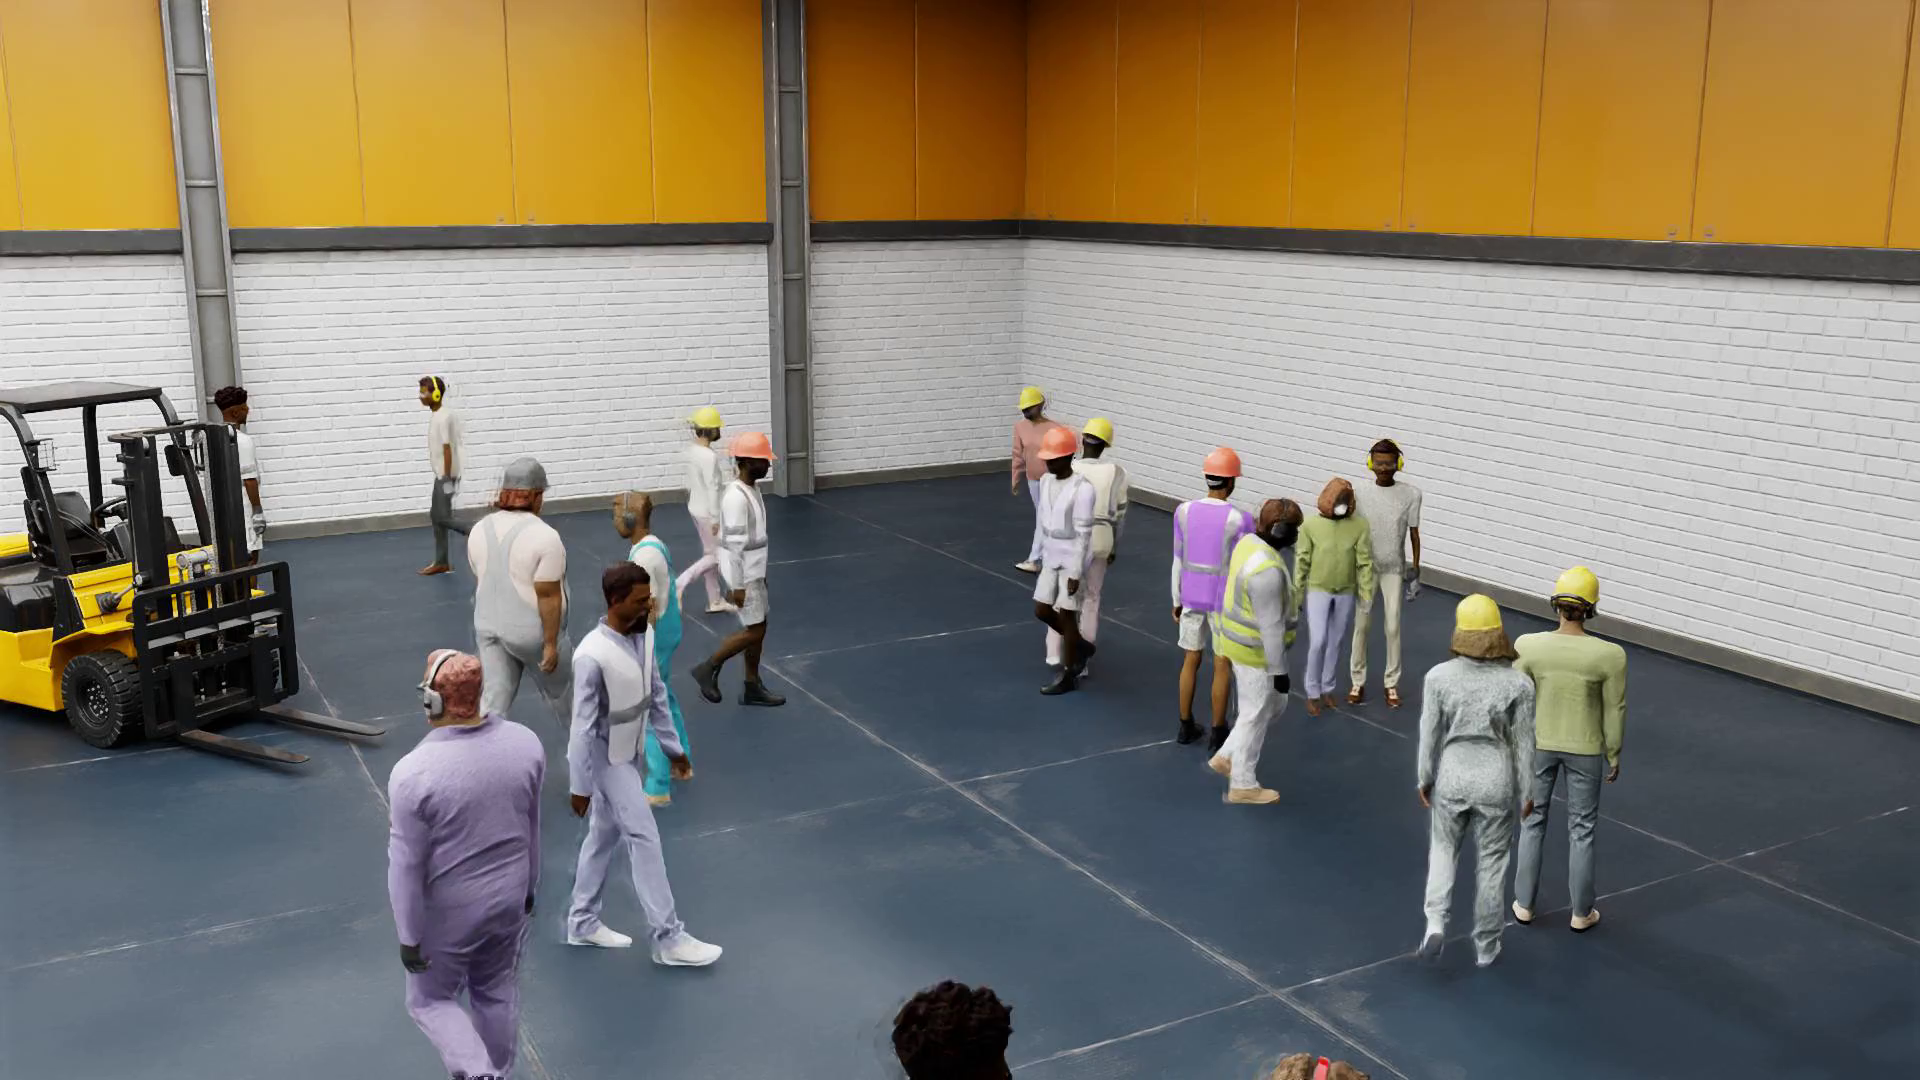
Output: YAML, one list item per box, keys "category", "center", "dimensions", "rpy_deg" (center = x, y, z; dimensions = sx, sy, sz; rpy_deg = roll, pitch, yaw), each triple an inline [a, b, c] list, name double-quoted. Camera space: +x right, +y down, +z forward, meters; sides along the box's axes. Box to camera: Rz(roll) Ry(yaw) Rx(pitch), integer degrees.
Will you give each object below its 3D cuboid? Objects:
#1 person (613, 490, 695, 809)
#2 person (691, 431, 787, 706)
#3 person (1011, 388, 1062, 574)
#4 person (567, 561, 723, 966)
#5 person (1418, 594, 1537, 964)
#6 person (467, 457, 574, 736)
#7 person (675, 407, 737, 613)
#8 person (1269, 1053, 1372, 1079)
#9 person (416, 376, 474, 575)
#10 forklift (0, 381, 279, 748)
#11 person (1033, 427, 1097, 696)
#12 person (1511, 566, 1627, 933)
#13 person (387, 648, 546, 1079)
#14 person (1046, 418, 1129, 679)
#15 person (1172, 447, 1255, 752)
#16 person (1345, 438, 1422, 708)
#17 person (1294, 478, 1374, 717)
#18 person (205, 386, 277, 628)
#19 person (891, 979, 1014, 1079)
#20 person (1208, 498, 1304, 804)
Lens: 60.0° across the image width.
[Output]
- category: "person"
  center: [-1.788, 0.620, 9.617]
  dimensions: [0.401, 1.814, 0.677]
  rpy_deg: [-1, 12, -5]
- category: "person"
  center: [-1.489, 0.217, 11.238]
  dimensions: [0.574, 1.917, 0.566]
  rpy_deg: [1, 12, 5]
- category: "person"
  center: [0.747, -0.548, 15.300]
  dimensions: [0.551, 1.713, 0.926]
  rpy_deg: [8, 15, 35]
- category: "person"
  center: [-1.449, 1.018, 7.590]
  dimensions: [0.904, 1.877, 0.593]
  rpy_deg: [2, 12, 9]
- category: "person"
  center: [2.318, 1.111, 7.498]
  dimensions: [0.508, 1.727, 0.491]
  rpy_deg: [6, 13, 26]
- category: "person"
  center: [-2.503, 0.466, 9.778]
  dimensions: [0.688, 2.000, 1.023]
  rpy_deg: [6, 13, 24]
- category: "person"
  center: [-2.129, -0.226, 13.688]
  dimensions: [0.573, 1.748, 0.539]
  rpy_deg: [-5, 13, -23]
- category: "person"
  center: [0.669, 1.907, 3.572]
  dimensions: [0.728, 1.797, 0.691]
  rpy_deg: [1, 12, 4]
- category: "person"
  center: [-4.637, -0.589, 15.178]
  dimensions: [0.670, 1.851, 0.526]
  rpy_deg: [-5, 13, -22]
- category: "forklift"
  center: [-5.853, 0.085, 11.199]
  dimensions: [2.313, 2.155, 1.214]
  rpy_deg: [7, 14, 28]
- category: "person"
  center: [0.741, 0.144, 11.584]
  dimensions: [0.557, 1.912, 0.562]
  rpy_deg: [-9, 15, -36]
- category: "person"
  center: [2.887, 0.993, 7.957]
  dimensions: [0.533, 1.767, 0.327]
  rpy_deg: [6, 13, 24]
- category: "person"
  center: [-1.780, 1.326, 6.096]
  dimensions: [0.550, 1.890, 0.652]
  rpy_deg: [10, 16, 39]
- category: "person"
  center: [0.909, 0.051, 12.125]
  dimensions: [0.622, 1.875, 0.628]
  rpy_deg: [-1, 12, -3]
- category: "person"
  center: [1.604, 0.372, 10.492]
  dimensions: [0.547, 1.930, 0.391]
  rpy_deg: [8, 14, 33]
- category: "person"
  center: [2.875, 0.226, 11.352]
  dimensions: [0.519, 1.853, 0.324]
  rpy_deg: [4, 13, 17]
- category: "person"
  center: [2.519, 0.388, 11.161]
  dimensions: [0.494, 1.611, 0.611]
  rpy_deg: [-1, 12, -4]
- category: "person"
  center: [-5.789, -0.257, 13.358]
  dimensions: [0.603, 1.960, 0.366]
  rpy_deg: [8, 15, 34]
- category: "person"
  center: [-0.128, 1.862, 3.476]
  dimensions: [0.779, 1.938, 0.620]
  rpy_deg: [-6, 13, -26]
- category: "person"
  center: [1.704, 0.649, 9.457]
  dimensions: [0.446, 1.815, 0.654]
  rpy_deg: [1, 12, 2]
